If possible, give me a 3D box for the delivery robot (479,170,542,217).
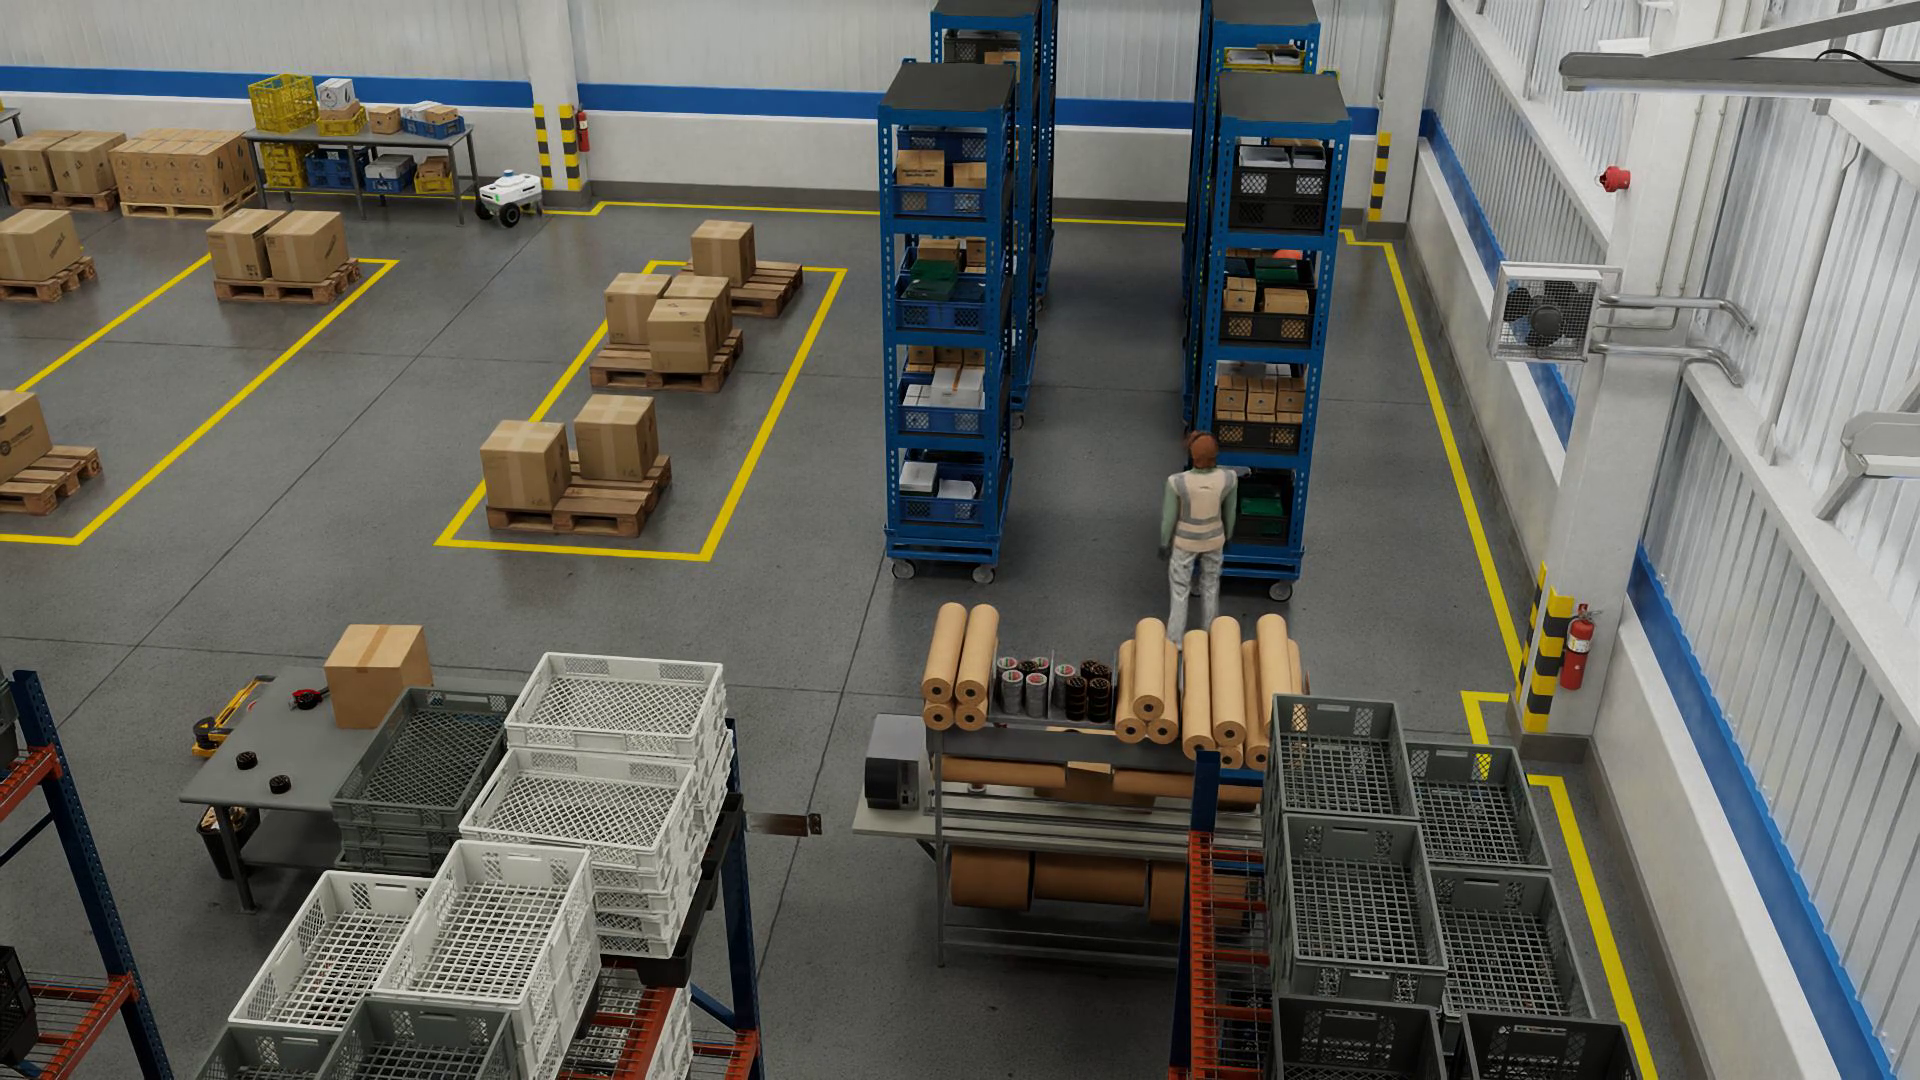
[{"bbox_3d":[-5.181,-4.027,19.193,0.477,0.478,0.707,19,36,30],"label":"delivery robot"}]

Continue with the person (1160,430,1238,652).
[{"bbox_3d":[1.610,0.017,11.268,0.523,1.637,0.309,-5,31,-9],"label":"person"}]

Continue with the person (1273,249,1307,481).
[{"bbox_3d":[2.532,-1.390,13.334,0.377,1.995,0.608,-23,37,-34],"label":"person"}]

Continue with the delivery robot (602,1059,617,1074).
[{"bbox_3d":[-1.739,2.581,7.842,0.707,0.478,0.477,-7,31,-11],"label":"delivery robot"}]

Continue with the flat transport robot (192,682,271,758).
[{"bbox_3d":[-4.089,1.163,10.648,1.431,0.197,0.652,3,30,6],"label":"flat transport robot"}]
